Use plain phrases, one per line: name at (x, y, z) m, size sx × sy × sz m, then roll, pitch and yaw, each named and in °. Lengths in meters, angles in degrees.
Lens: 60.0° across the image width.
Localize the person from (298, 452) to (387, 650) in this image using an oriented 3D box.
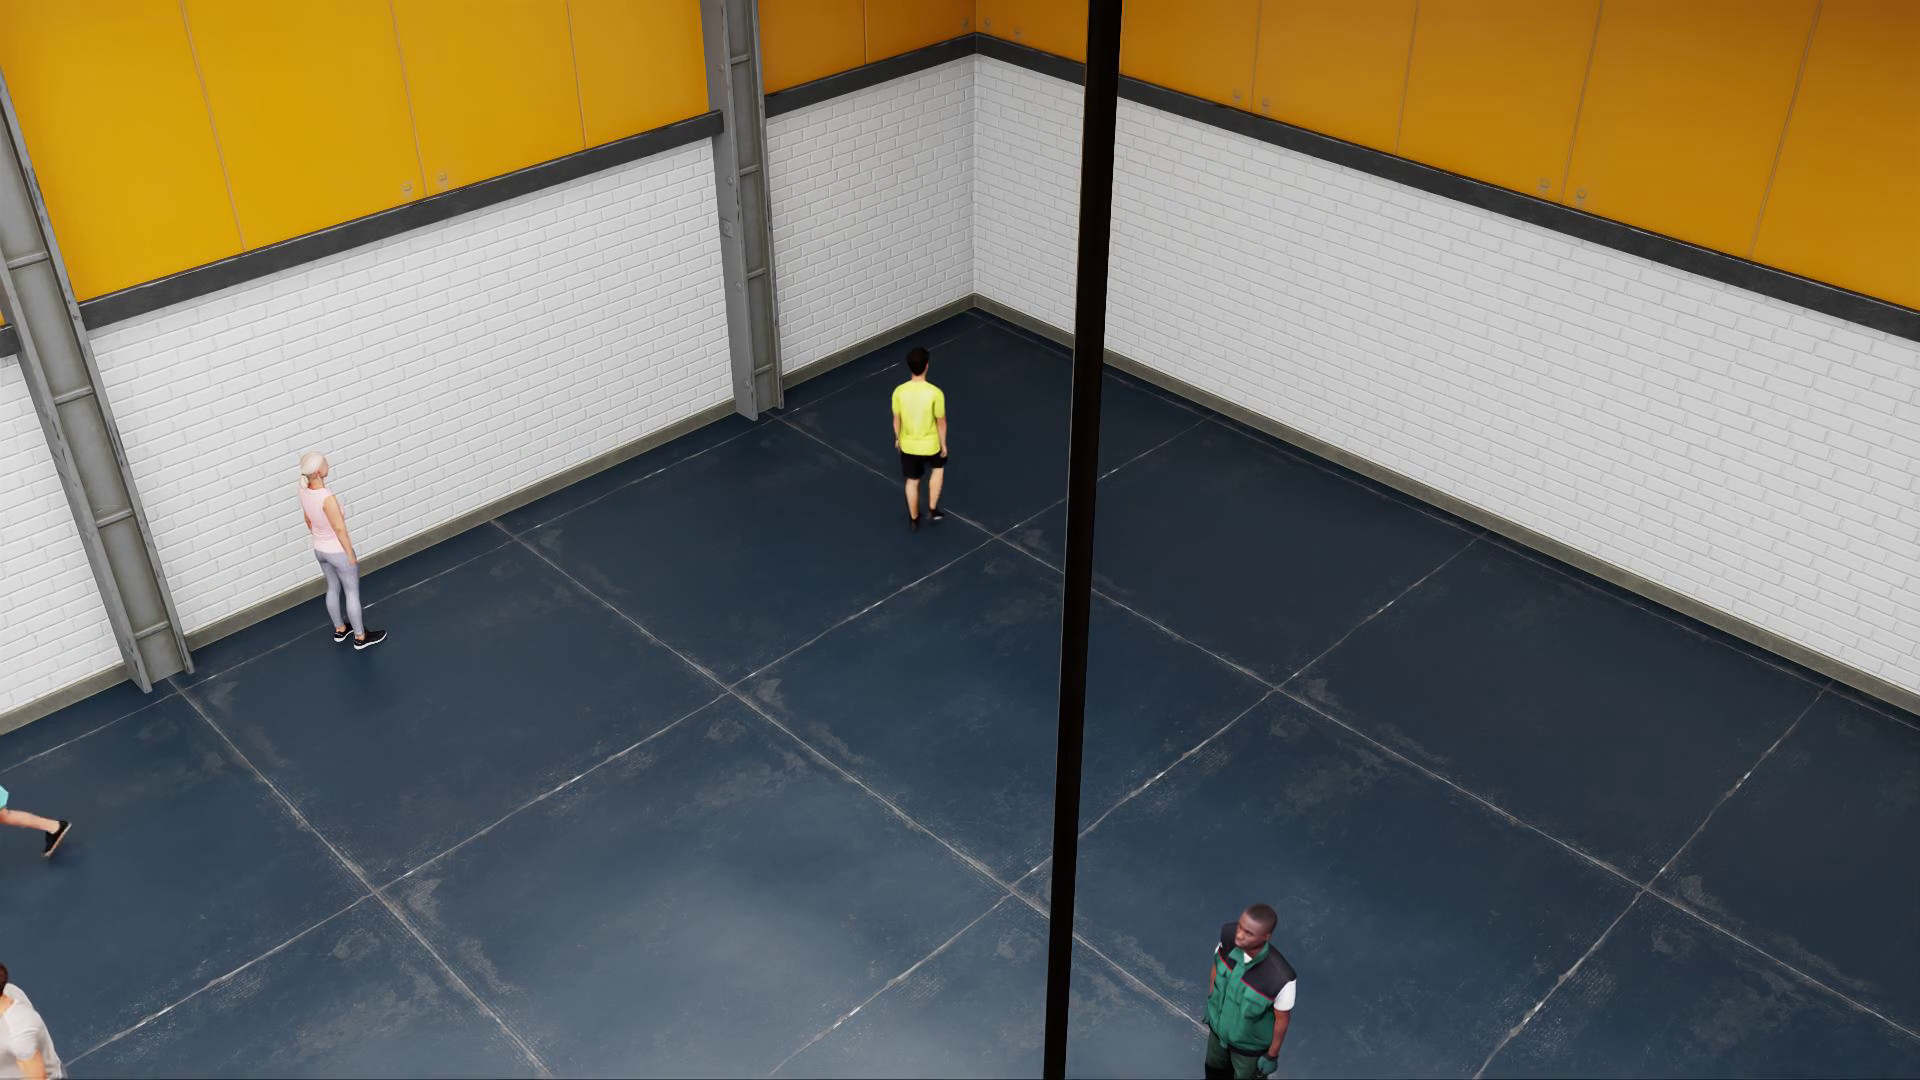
person at (-4.860, 0.071, 12.891) m, size 0.596 × 1.726 × 0.584 m, roll 19°, pitch 38°, yaw 26°

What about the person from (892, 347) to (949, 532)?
person at (-0.352, -0.810, 14.244) m, size 0.770 × 1.696 × 0.809 m, roll 6°, pitch 34°, yaw 9°

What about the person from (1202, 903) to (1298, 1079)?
person at (1.524, 2.626, 8.945) m, size 0.635 × 1.840 × 0.705 m, roll -24°, pitch 40°, yaw -31°
